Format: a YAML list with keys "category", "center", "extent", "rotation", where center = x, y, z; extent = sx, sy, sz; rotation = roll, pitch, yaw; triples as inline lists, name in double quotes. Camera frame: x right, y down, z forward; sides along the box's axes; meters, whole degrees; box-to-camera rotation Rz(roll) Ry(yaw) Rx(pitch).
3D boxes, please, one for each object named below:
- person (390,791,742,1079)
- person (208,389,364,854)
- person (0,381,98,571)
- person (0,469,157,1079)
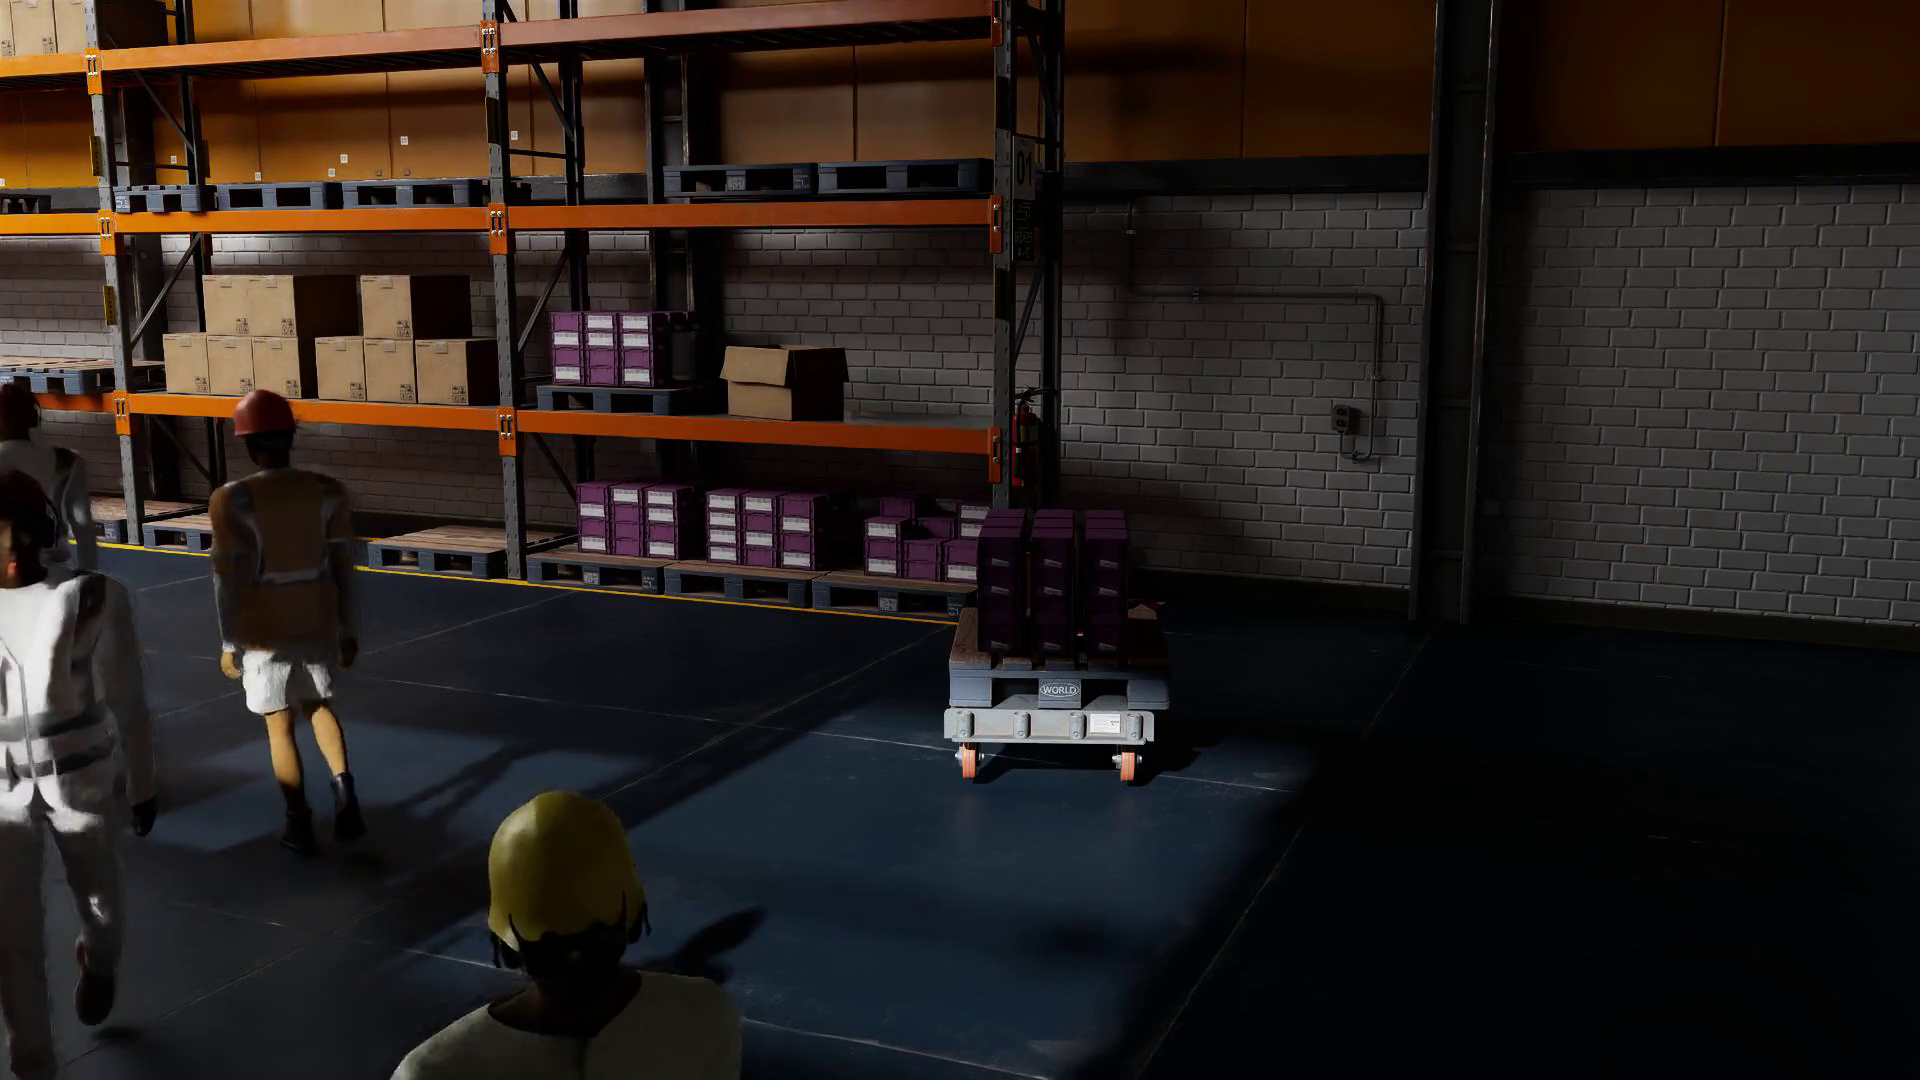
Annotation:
- category: "person"
  center: [-0.579, 1.162, 2.434]
  extent: [0.523, 1.739, 0.779]
  rotation: [-6, 11, -32]
- category: "person"
  center: [-2.718, 0.352, 6.726]
  extent: [0.539, 1.920, 0.494]
  rotation: [-8, 13, -41]
- category: "person"
  center: [-4.399, 0.187, 7.853]
  extent: [0.589, 1.871, 0.429]
  rotation: [-8, 12, -38]
- category: "person"
  center: [-2.657, 0.705, 4.820]
  extent: [0.591, 1.857, 0.877]
  rotation: [-4, 10, -24]
